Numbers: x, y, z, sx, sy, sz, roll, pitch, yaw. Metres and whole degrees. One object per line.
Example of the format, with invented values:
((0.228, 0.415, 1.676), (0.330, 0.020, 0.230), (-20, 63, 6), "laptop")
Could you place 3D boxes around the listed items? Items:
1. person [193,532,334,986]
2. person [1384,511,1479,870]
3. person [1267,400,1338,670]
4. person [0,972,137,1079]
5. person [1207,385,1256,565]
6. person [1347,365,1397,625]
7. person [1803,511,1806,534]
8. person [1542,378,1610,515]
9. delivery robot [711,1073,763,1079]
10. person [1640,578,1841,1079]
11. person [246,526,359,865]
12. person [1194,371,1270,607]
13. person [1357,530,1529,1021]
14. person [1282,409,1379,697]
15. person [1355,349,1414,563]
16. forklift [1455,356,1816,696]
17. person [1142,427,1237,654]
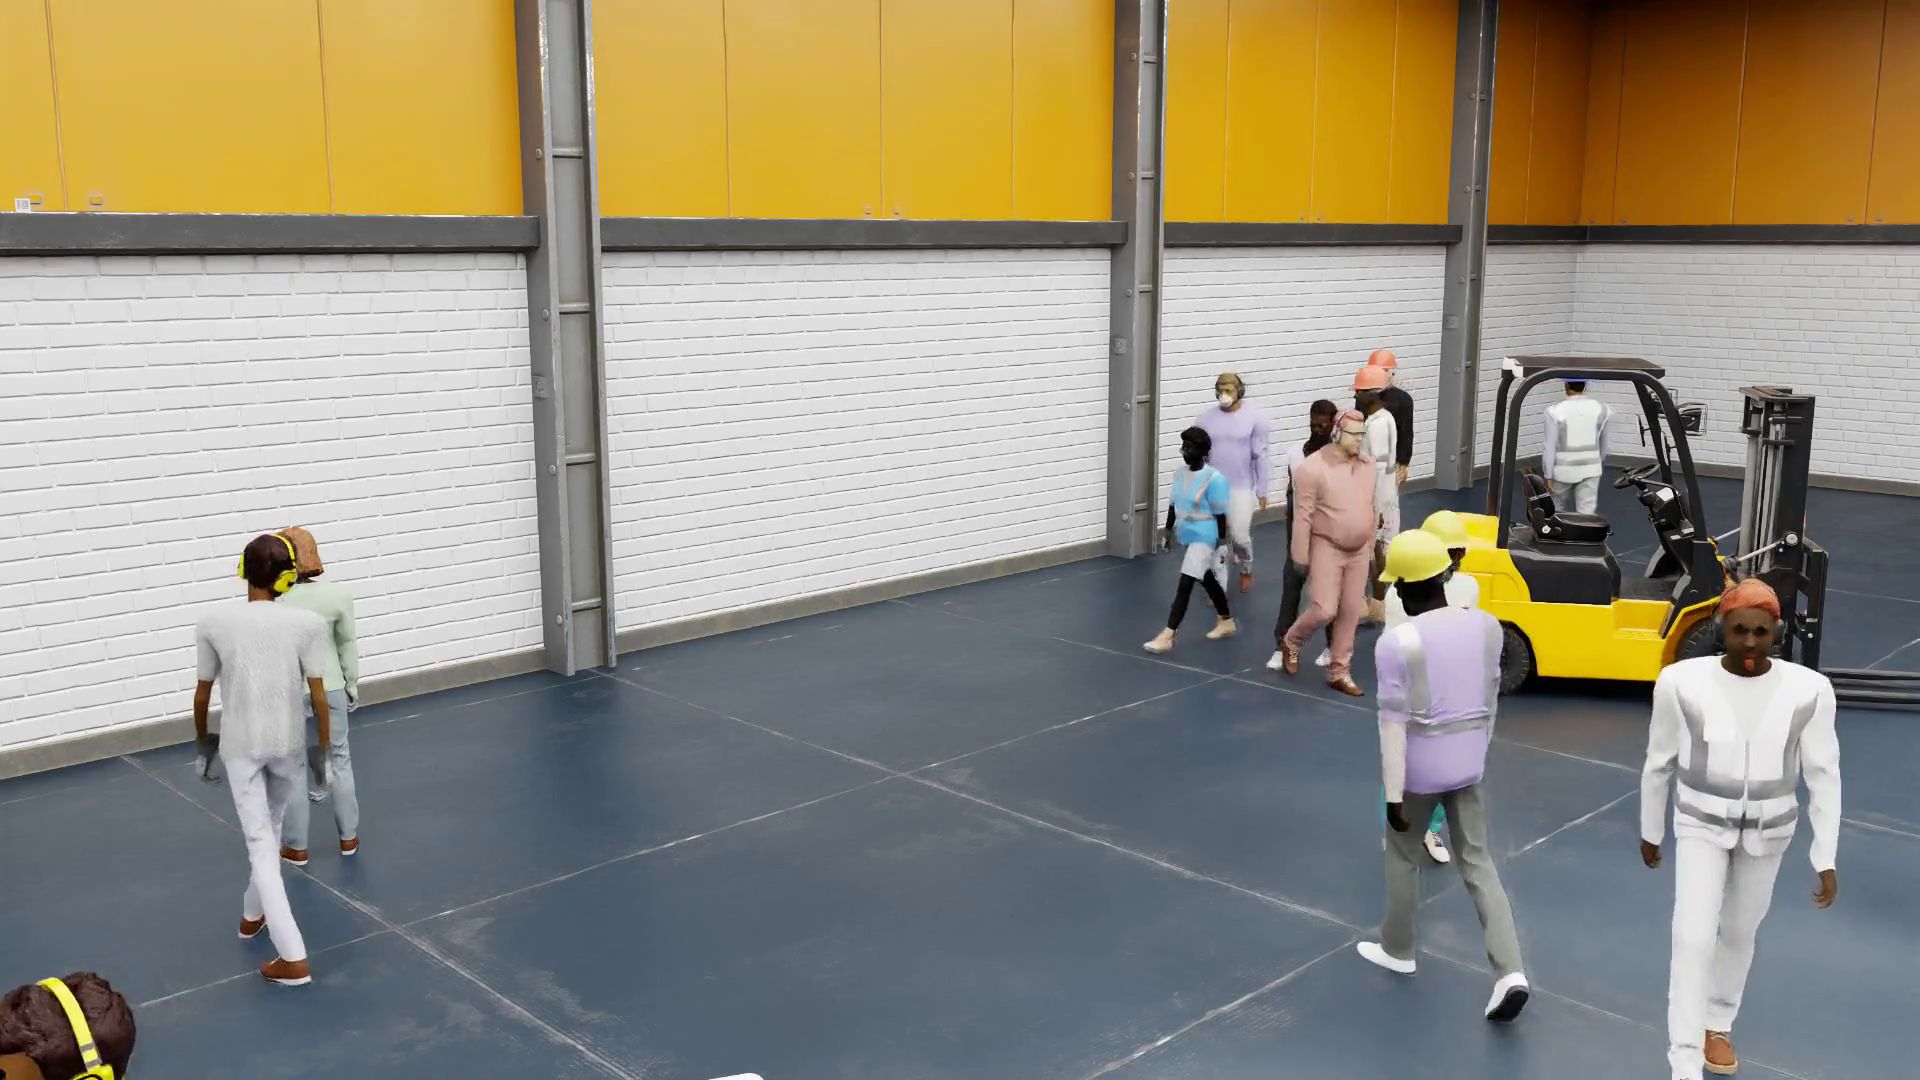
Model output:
((-2.882, 0.869, 6.867), (0.500, 1.806, 0.931), (-8, 13, -36), "person")
((2.199, 0.716, 7.831), (0.528, 1.750, 0.421), (-3, 11, -15), "person")
((2.505, -0.033, 11.536), (0.615, 1.892, 0.641), (10, 14, 43), "person")
((-1.404, 1.582, 2.869), (0.842, 1.842, 0.523), (-10, 14, -43), "person")
((2.464, -0.608, 15.223), (0.534, 1.690, 0.319), (4, 11, 21), "person")
((3.073, -0.334, 12.808), (0.567, 2.026, 0.624), (4, 11, 22), "person")
((5.853, 0.029, 11.867), (0.306, 1.645, 0.522), (6, 12, 32), "person")
((5.397, -0.616, 14.690), (0.610, 1.907, 0.865), (0, 10, 1), "person")
((-0.648, 1.819, 4.822), (0.477, 0.478, 0.707), (-4, 11, -19), "delivery robot")
((2.677, 1.057, 5.710), (0.592, 1.841, 0.926), (2, 11, 13), "person")
((-3.141, 0.745, 7.992), (0.498, 1.633, 0.282), (-7, 12, -32), "person")
((2.208, -0.424, 13.582), (0.641, 1.919, 0.572), (5, 12, 27), "person")
((1.905, 0.903, 6.475), (0.607, 1.891, 0.859), (-3, 11, -18), "person")
((2.466, 0.068, 10.993), (0.637, 1.888, 0.564), (-5, 12, -26), "person")
((3.781, -0.723, 15.010), (0.390, 1.995, 0.613), (-9, 13, -39), "person")
((4.276, -0.101, 11.076), (2.313, 2.155, 1.214), (2, 11, 13), "forklift")
((1.721, -0.016, 12.123), (0.923, 1.640, 0.543), (-6, 12, -29), "person")
